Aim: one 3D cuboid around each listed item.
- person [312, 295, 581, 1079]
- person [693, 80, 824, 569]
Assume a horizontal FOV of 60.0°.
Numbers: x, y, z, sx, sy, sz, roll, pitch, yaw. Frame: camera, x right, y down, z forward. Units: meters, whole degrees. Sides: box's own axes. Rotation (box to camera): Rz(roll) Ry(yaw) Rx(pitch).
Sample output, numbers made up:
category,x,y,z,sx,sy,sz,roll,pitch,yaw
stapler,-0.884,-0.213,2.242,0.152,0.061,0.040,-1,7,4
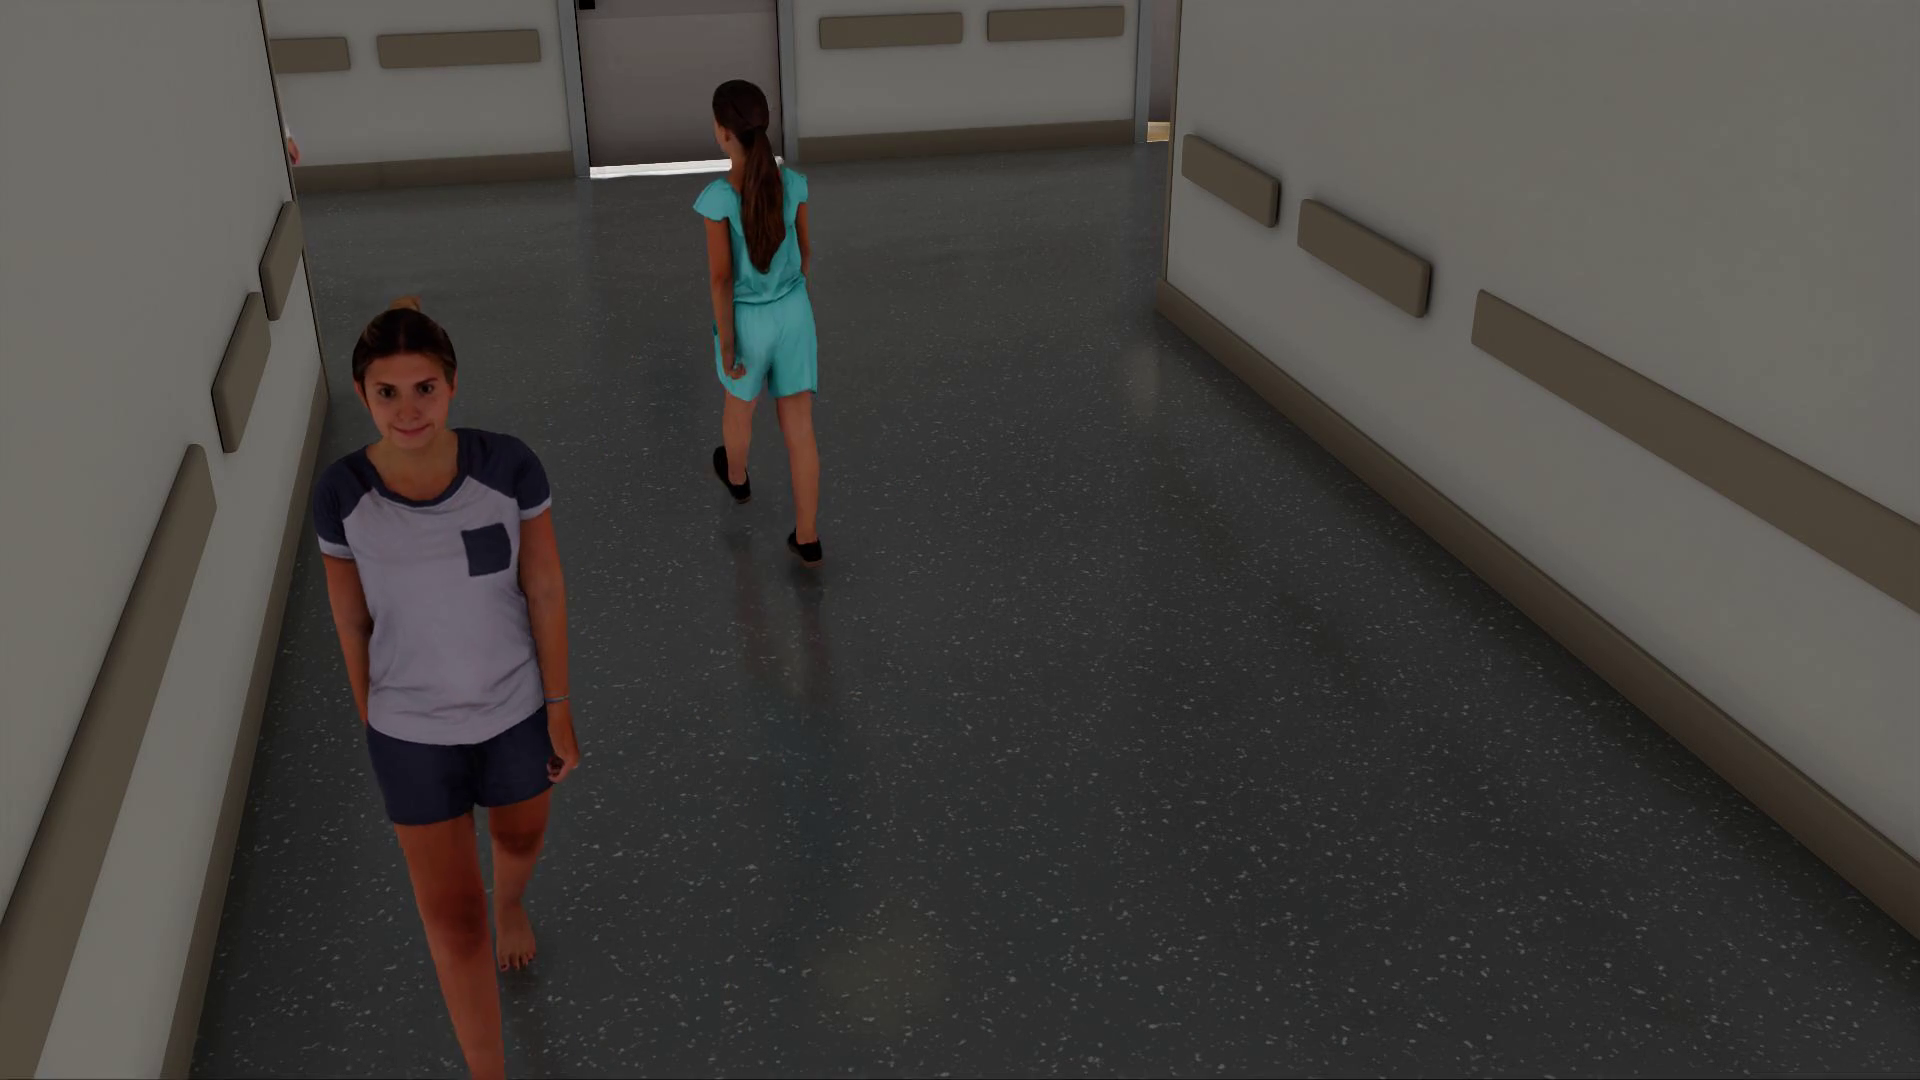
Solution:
category,x,y,z,sx,sy,sz,roll,pitch,yaw
person,-0.958,0.320,3.232,0.996,1.581,0.719,-10,27,-20
person,-0.588,-0.638,5.299,1.039,1.510,0.740,-11,28,-21
